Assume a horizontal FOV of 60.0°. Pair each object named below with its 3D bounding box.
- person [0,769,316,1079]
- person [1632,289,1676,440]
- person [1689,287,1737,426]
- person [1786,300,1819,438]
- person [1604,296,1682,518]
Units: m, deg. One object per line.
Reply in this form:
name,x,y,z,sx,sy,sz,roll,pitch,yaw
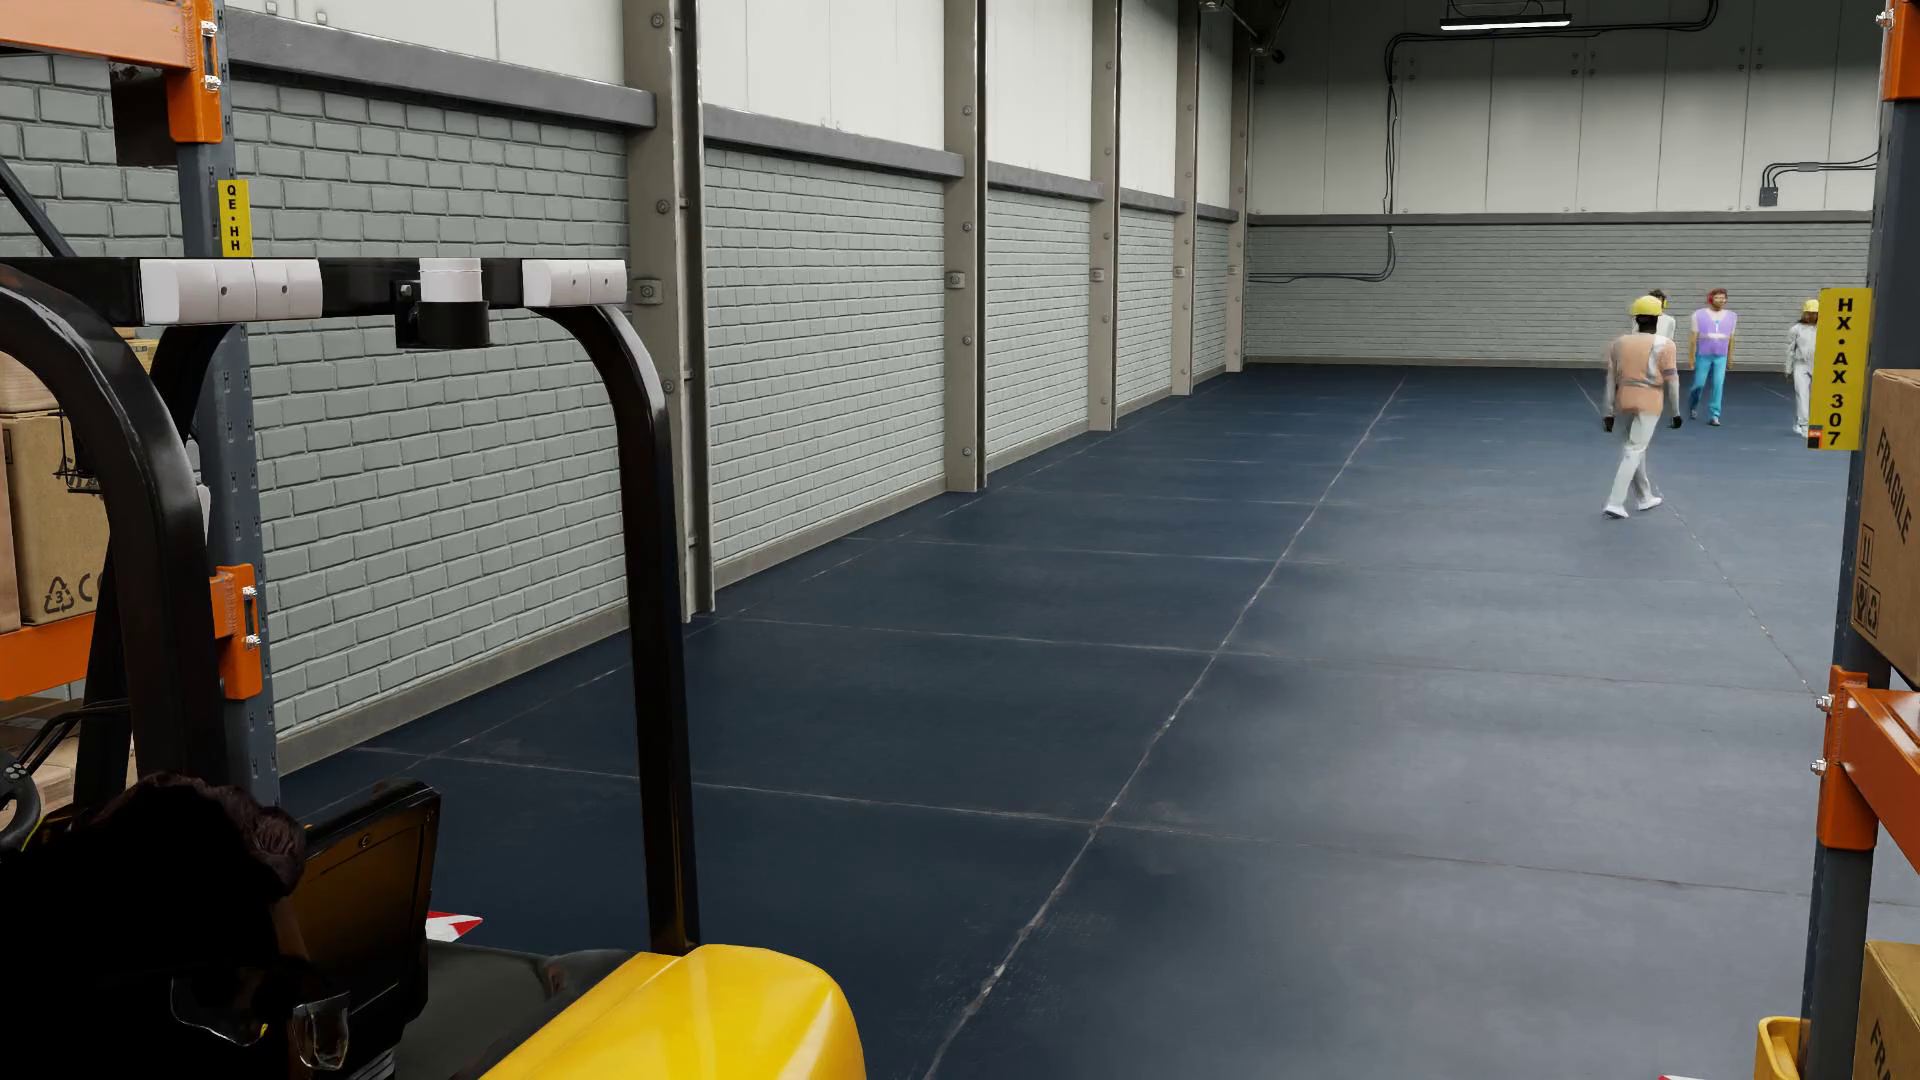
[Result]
person,-0.500,1.070,1.098,0.520,1.865,0.332,2,10,10
person,8.464,-2.157,20.393,0.524,1.844,0.787,6,11,31
person,9.992,-2.448,22.139,0.583,1.824,0.705,1,10,8
person,10.550,-2.141,20.697,0.497,1.701,0.876,2,10,10
person,5.798,-1.133,14.184,1.005,1.882,0.586,-6,12,-34
